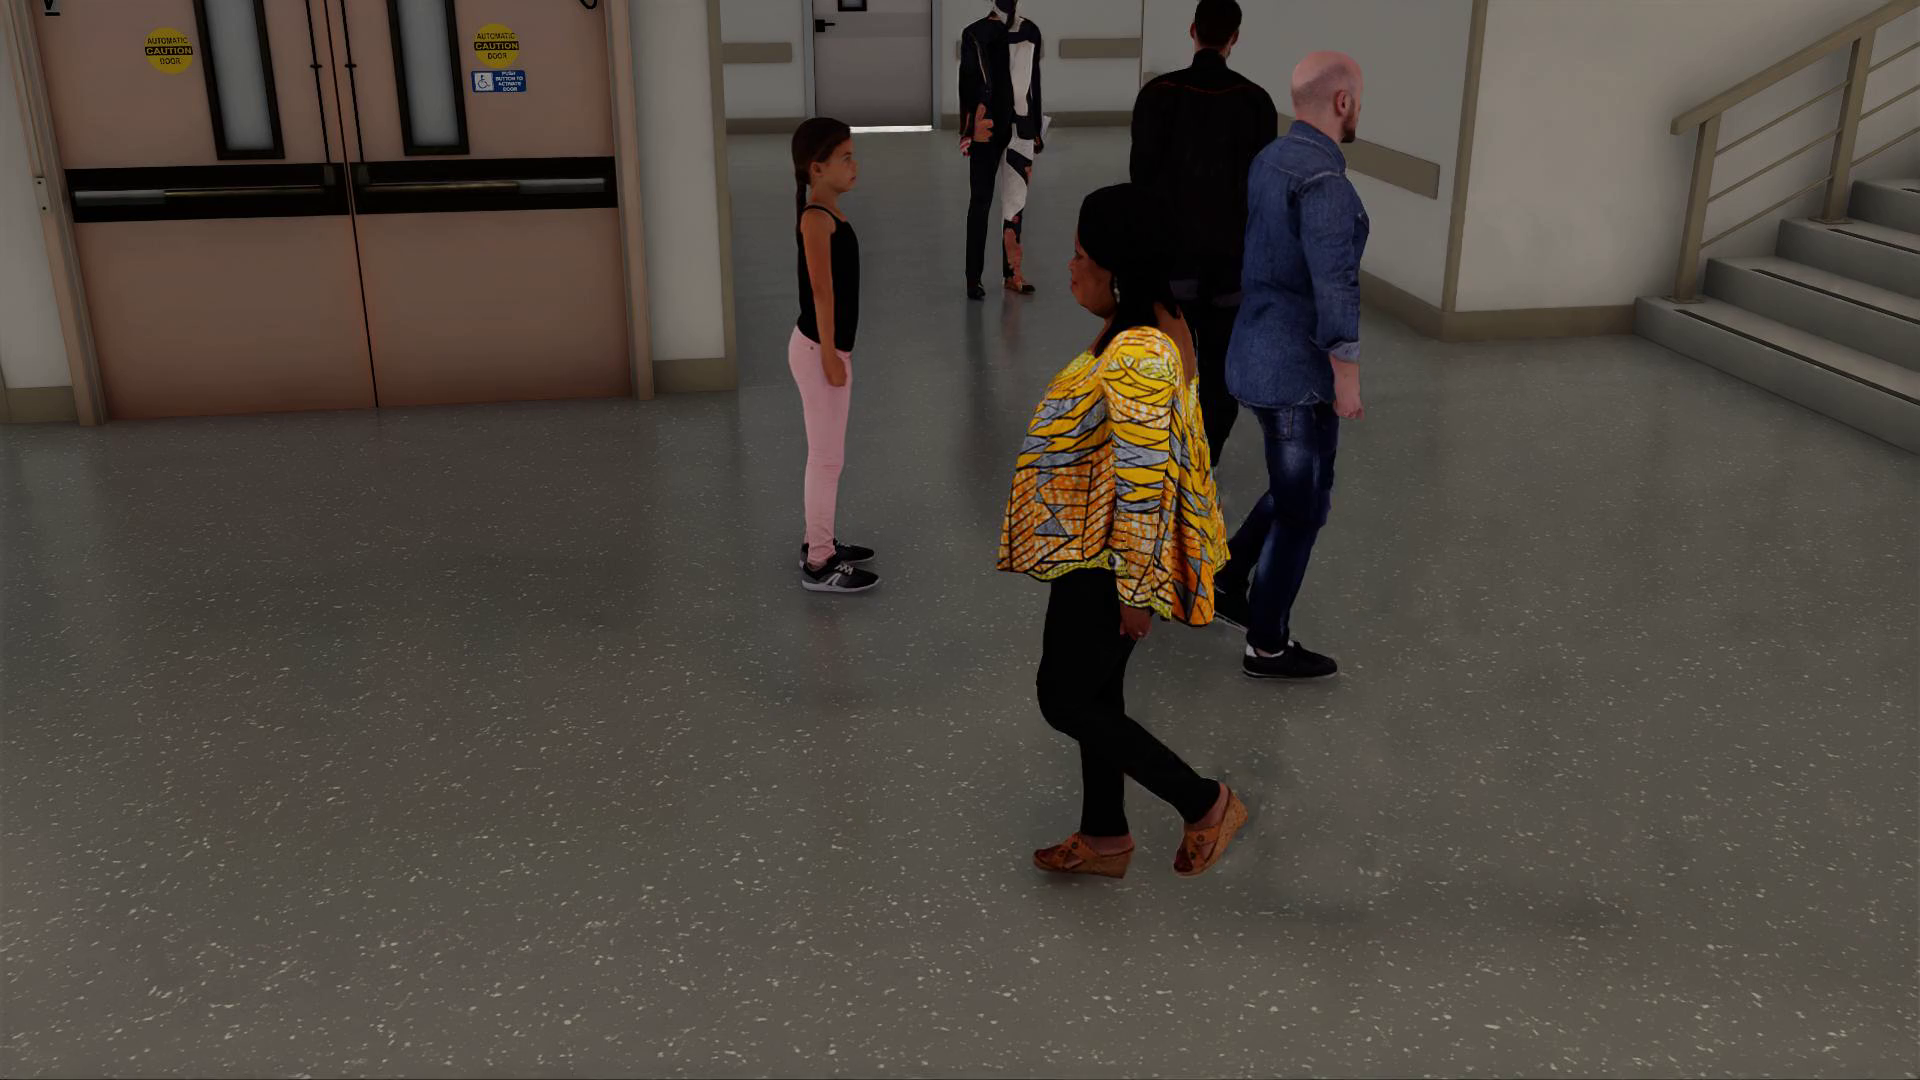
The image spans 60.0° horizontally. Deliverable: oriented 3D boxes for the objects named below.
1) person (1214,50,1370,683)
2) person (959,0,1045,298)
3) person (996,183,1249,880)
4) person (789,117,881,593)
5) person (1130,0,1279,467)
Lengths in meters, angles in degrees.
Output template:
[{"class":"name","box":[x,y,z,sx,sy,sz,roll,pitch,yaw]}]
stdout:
[{"class":"person","box":[0.878,-0.449,4.761,0.660,1.809,0.731,-3,21,-7]},{"class":"person","box":[0.243,-2.393,9.779,0.605,1.890,0.801,-8,22,-21]},{"class":"person","box":[0.415,0.053,3.669,0.924,1.643,0.845,3,21,8]},{"class":"person","box":[-0.446,-0.613,5.538,0.546,1.564,0.560,-1,21,-2]},{"class":"person","box":[0.900,-1.032,6.245,1.034,1.848,0.789,-5,21,-13]}]
